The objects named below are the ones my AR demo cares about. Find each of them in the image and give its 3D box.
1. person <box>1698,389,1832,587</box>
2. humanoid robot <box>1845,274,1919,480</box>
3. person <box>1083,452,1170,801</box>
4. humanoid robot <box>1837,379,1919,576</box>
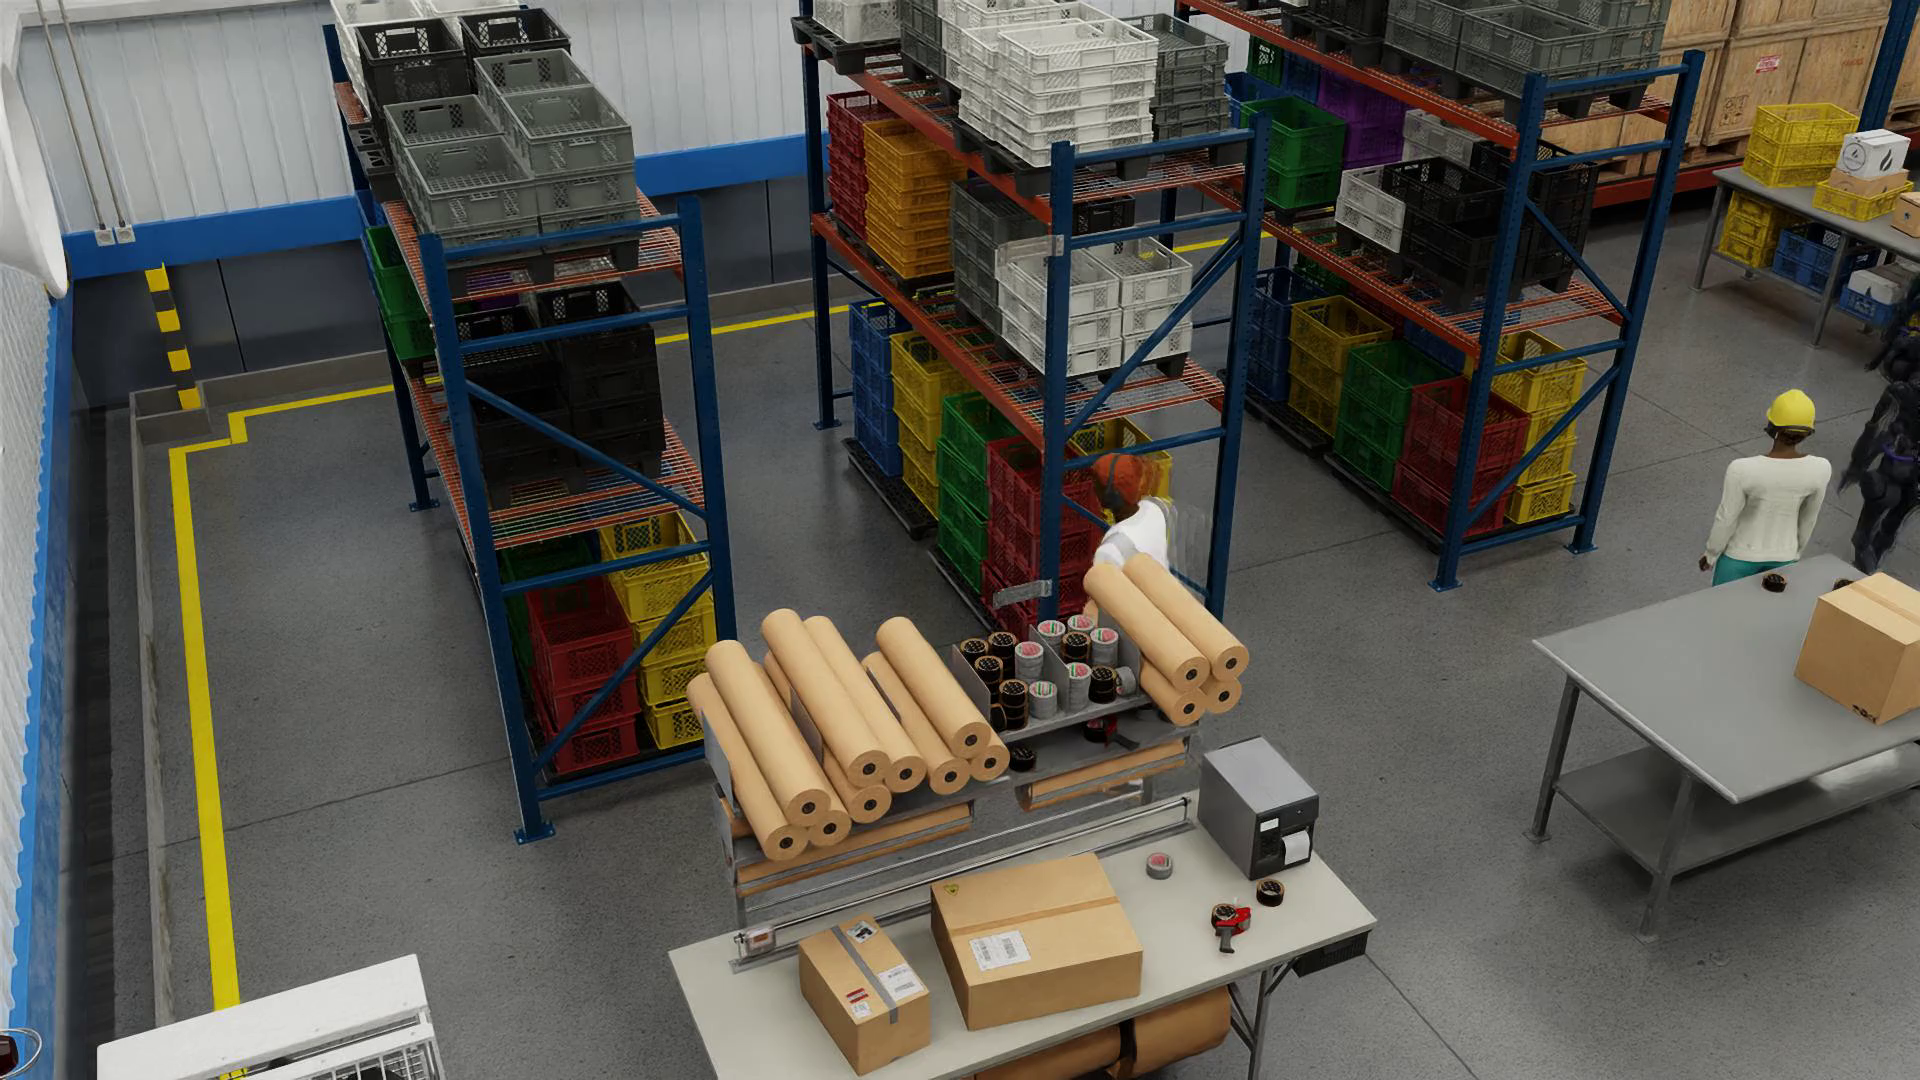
[{"bbox_3d":[4.034,0.054,8.452,0.524,1.768,0.324,0,32,-1],"label":"person"},{"bbox_3d":[6.086,-1.139,10.530,0.791,1.624,0.580,-11,33,-18],"label":"humanoid robot"},{"bbox_3d":[0.697,0.414,7.769,0.565,1.865,0.601,15,35,23],"label":"person"},{"bbox_3d":[5.249,-0.366,9.240,0.566,1.629,0.616,0,32,-1],"label":"humanoid robot"}]
